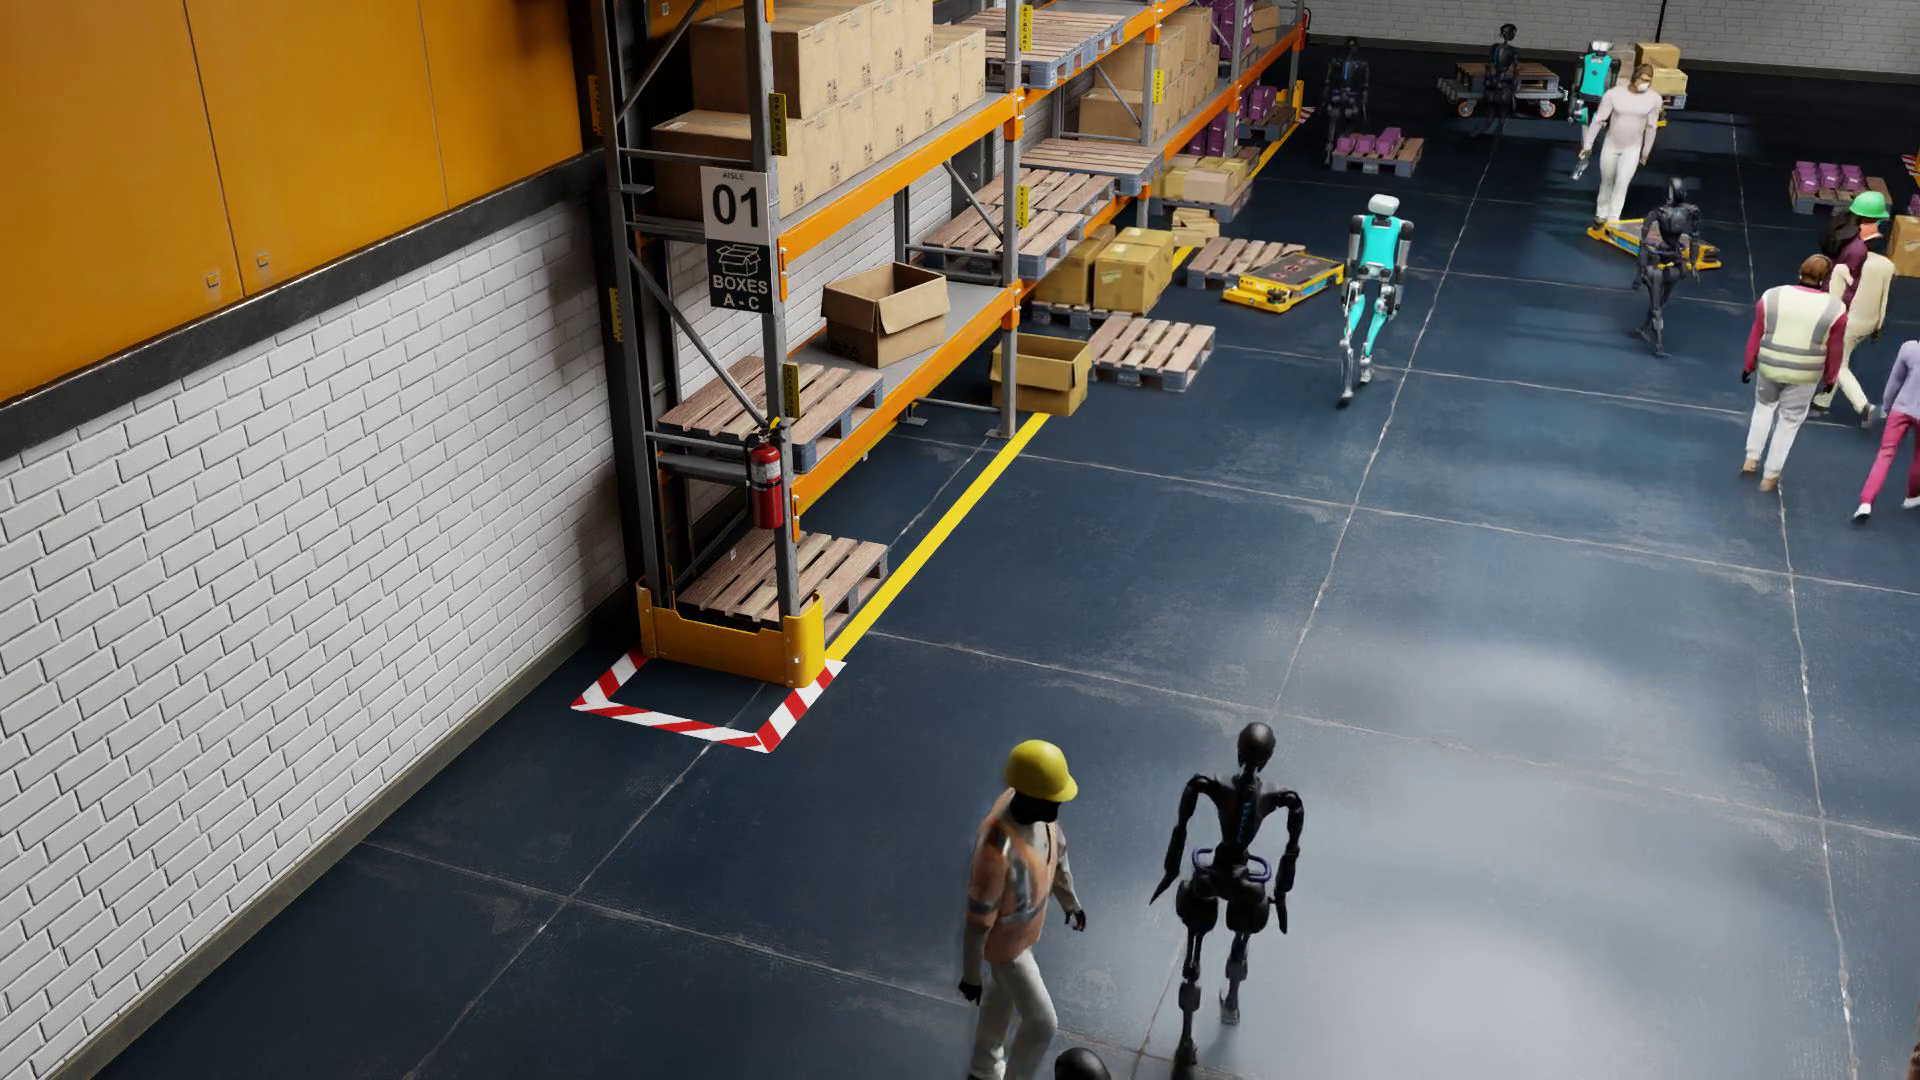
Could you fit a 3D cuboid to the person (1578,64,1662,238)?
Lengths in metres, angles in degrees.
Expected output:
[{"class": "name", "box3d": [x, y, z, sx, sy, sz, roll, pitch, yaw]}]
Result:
[{"class": "person", "box3d": [7.207, -4.264, 18.255, 0.747, 1.882, 0.998, 12, 29, 21]}]

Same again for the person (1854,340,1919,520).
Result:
[{"class": "person", "box3d": [6.909, -0.902, 12.048, 0.847, 1.591, 0.516, -22, 34, -36]}]

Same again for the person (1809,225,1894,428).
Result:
[{"class": "person", "box3d": [7.333, -1.752, 13.577, 0.566, 1.709, 0.753, -10, 29, -18]}]

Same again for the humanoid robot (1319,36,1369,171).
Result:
[{"class": "humanoid robot", "box3d": [4.807, -5.466, 20.875, 0.609, 1.654, 0.741, 10, 29, 19]}]

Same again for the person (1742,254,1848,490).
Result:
[{"class": "person", "box3d": [6.281, -1.286, 12.553, 0.651, 1.818, 0.599, 20, 33, 33]}]

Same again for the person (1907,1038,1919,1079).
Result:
[{"class": "person", "box3d": [3.622, 2.141, 5.771, 0.676, 1.929, 0.711, 10, 29, 19]}]

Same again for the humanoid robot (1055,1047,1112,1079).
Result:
[{"class": "humanoid robot", "box3d": [0.366, 2.375, 5.619, 0.601, 1.643, 0.537, -20, 34, -34]}]

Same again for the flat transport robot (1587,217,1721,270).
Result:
[{"class": "flat transport robot", "box3d": [7.489, -3.205, 17.967, 0.659, 0.231, 1.431, -7, 28, -13]}]

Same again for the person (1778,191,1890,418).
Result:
[{"class": "person", "box3d": [7.196, -1.931, 13.705, 0.481, 1.926, 0.517, 2, 27, 3]}]

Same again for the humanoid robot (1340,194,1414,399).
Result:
[{"class": "humanoid robot", "box3d": [3.426, -1.958, 14.000, 0.532, 1.765, 1.048, 10, 29, 19]}]

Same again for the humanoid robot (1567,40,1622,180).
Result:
[{"class": "humanoid robot", "box3d": [7.783, -5.275, 20.416, 0.547, 1.748, 1.041, 17, 32, 29]}]

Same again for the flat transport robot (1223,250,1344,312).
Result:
[{"class": "flat transport robot", "box3d": [3.330, -2.628, 16.847, 0.659, 0.231, 1.431, 21, 34, 35]}]

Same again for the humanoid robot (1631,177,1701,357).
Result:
[{"class": "humanoid robot", "box3d": [6.434, -2.502, 15.131, 0.620, 1.636, 0.768, -1, 27, -3]}]

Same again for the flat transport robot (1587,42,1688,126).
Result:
[{"class": "flat transport robot", "box3d": [9.544, -6.138, 23.656, 0.659, 0.231, 1.431, 4, 28, 7]}]

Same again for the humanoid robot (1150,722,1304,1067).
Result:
[{"class": "humanoid robot", "box3d": [1.147, 1.539, 7.278, 0.620, 1.650, 0.608, 7, 28, 13]}]

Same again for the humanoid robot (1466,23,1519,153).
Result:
[{"class": "humanoid robot", "box3d": [6.938, -5.836, 21.532, 0.442, 1.641, 0.610, -12, 30, -23]}]

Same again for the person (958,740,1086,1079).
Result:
[{"class": "person", "box3d": [0.281, 1.615, 6.841, 0.636, 1.902, 0.615, 10, 29, 18]}]
